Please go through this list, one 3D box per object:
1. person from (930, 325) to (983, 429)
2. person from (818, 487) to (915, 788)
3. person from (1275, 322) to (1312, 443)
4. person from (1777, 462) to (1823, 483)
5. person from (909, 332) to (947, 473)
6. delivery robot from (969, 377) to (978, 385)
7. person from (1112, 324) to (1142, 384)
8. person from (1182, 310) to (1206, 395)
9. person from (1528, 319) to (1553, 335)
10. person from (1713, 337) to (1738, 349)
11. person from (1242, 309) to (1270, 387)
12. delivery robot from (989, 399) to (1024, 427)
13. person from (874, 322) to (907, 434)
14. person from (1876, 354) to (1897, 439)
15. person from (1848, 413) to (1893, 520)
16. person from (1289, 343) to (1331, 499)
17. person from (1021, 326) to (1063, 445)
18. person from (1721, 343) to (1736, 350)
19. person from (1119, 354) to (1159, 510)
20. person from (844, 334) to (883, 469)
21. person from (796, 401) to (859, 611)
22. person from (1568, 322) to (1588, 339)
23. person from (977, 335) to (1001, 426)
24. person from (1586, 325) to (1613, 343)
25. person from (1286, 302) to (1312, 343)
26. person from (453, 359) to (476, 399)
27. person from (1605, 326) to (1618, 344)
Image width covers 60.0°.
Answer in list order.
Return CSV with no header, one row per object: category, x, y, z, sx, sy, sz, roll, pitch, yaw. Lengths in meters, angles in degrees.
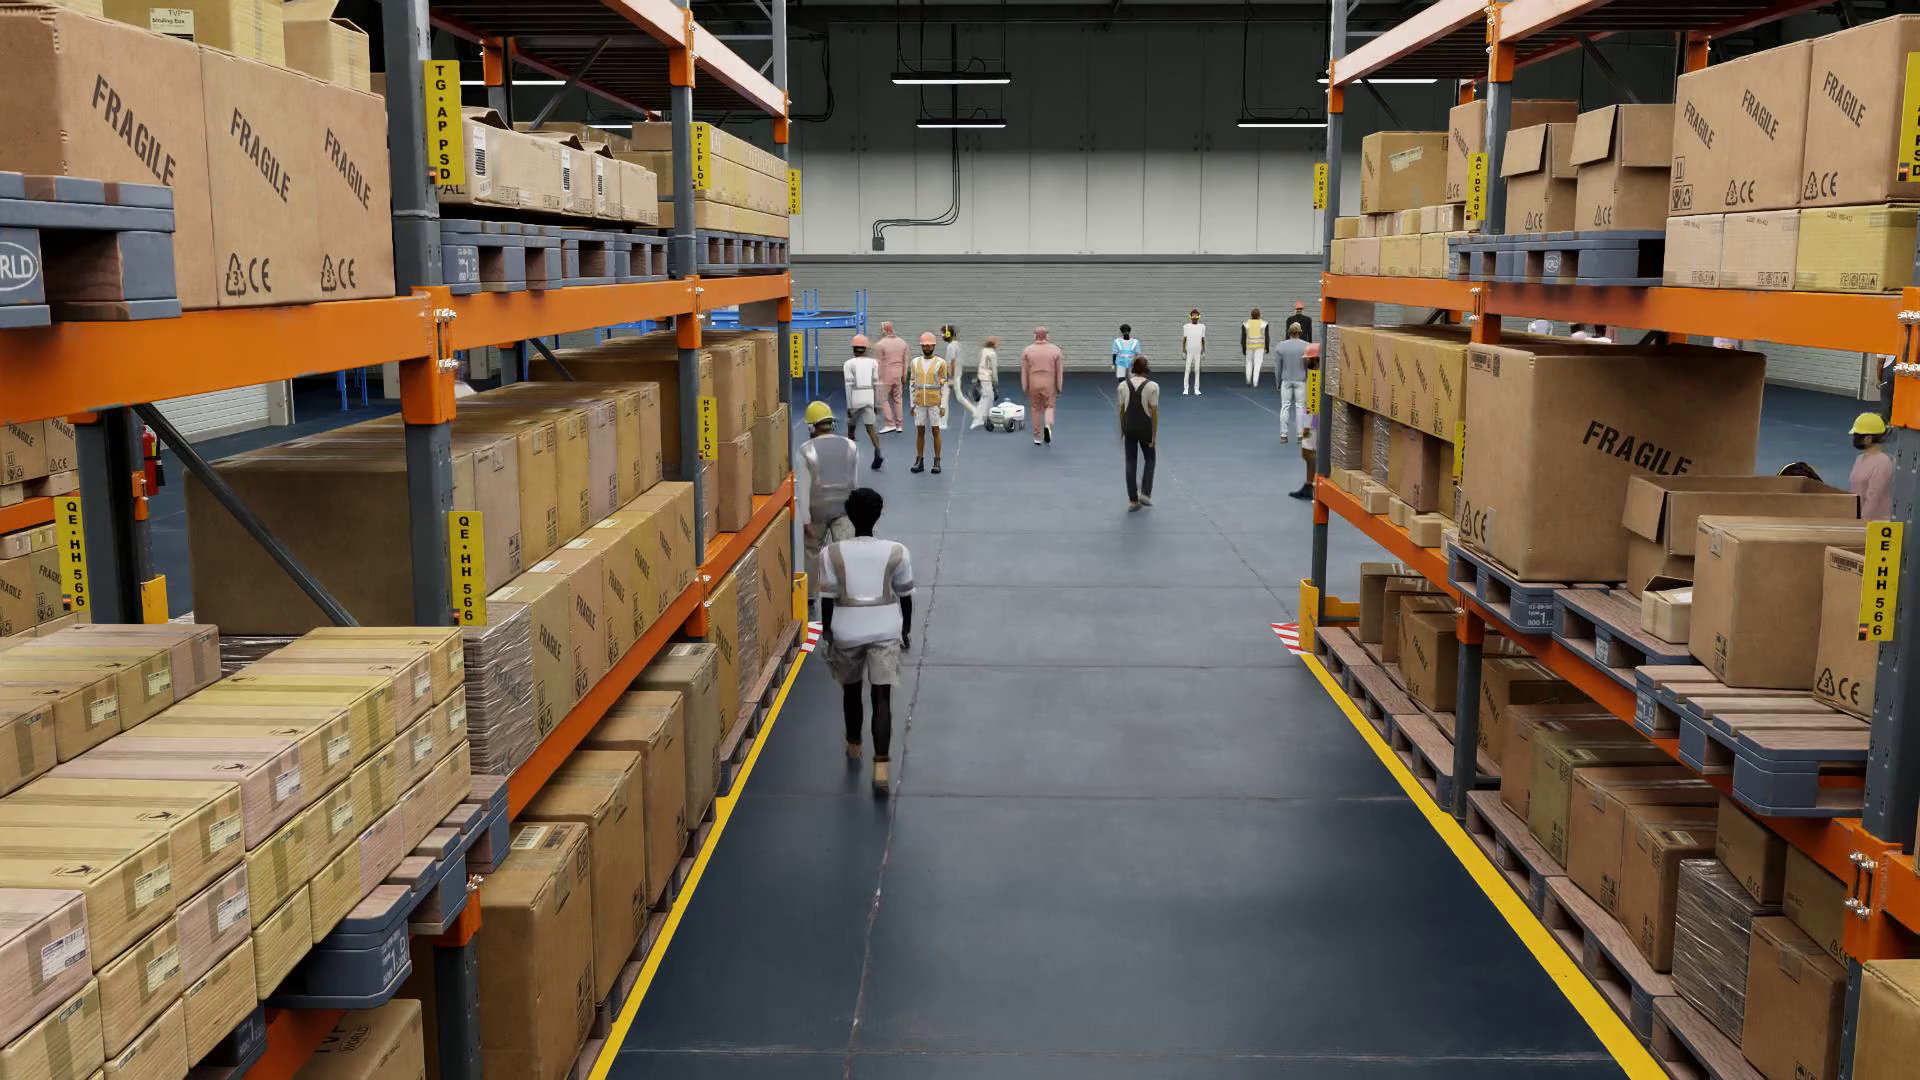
person,-0.034,-2.841,29.024,0.905,1.819,0.577,-1,10,-7
person,-0.520,0.531,9.332,0.545,1.653,0.879,-1,10,-5
person,5.393,-2.539,26.857,0.630,1.940,0.372,4,10,21
person,4.373,0.508,8.815,0.521,1.870,0.319,1,10,6
person,-0.447,-1.908,23.068,0.546,1.942,0.346,3,10,17
delivery robot,0.436,-3.405,35.255,0.335,0.223,0.698,-5,11,-29
person,3.351,-3.470,33.196,0.641,1.664,0.579,0,9,2
person,5.149,-4.134,36.613,0.518,1.874,0.330,0,9,1
person,13.733,-4.588,39.451,0.592,1.833,0.404,1,10,5
person,14.823,-3.407,32.221,0.671,1.888,0.503,-5,11,-29
person,6.970,-4.530,39.163,0.632,1.815,0.782,3,10,16
delivery robot,0.816,-2.212,28.884,0.477,0.478,0.707,6,11,33
person,-1.202,-2.767,28.428,0.707,1.893,0.414,-8,13,-41
person,15.445,-2.656,27.385,0.683,2.000,0.537,4,10,23
person,7.001,-0.124,13.022,0.876,1.726,0.528,0,9,0
person,4.402,-1.442,20.349,0.638,1.922,0.572,5,11,27
person,1.295,-2.451,26.456,0.665,1.891,0.538,0,9,0
person,12.092,-2.297,26.319,0.499,1.633,0.286,-6,11,-33
person,2.115,-1.276,19.623,0.516,1.824,0.495,4,10,22
person,-1.366,-1.960,23.542,0.544,1.896,0.972,-5,11,-28
person,-1.079,-0.251,13.658,0.574,1.779,0.961,-4,10,-25
person,11.708,-3.329,31.669,0.419,1.908,0.603,9,13,43
person,0.510,-2.846,29.679,0.571,1.602,0.525,-3,10,-17
person,11.026,-2.854,28.804,0.385,1.918,0.596,-8,12,-39
person,8.148,-4.737,39.972,0.621,1.954,0.946,2,10,14
person,-5.339,-0.973,17.594,0.550,1.893,0.670,4,10,21
person,15.768,-4.738,40.551,0.533,1.765,0.330,6,11,33
